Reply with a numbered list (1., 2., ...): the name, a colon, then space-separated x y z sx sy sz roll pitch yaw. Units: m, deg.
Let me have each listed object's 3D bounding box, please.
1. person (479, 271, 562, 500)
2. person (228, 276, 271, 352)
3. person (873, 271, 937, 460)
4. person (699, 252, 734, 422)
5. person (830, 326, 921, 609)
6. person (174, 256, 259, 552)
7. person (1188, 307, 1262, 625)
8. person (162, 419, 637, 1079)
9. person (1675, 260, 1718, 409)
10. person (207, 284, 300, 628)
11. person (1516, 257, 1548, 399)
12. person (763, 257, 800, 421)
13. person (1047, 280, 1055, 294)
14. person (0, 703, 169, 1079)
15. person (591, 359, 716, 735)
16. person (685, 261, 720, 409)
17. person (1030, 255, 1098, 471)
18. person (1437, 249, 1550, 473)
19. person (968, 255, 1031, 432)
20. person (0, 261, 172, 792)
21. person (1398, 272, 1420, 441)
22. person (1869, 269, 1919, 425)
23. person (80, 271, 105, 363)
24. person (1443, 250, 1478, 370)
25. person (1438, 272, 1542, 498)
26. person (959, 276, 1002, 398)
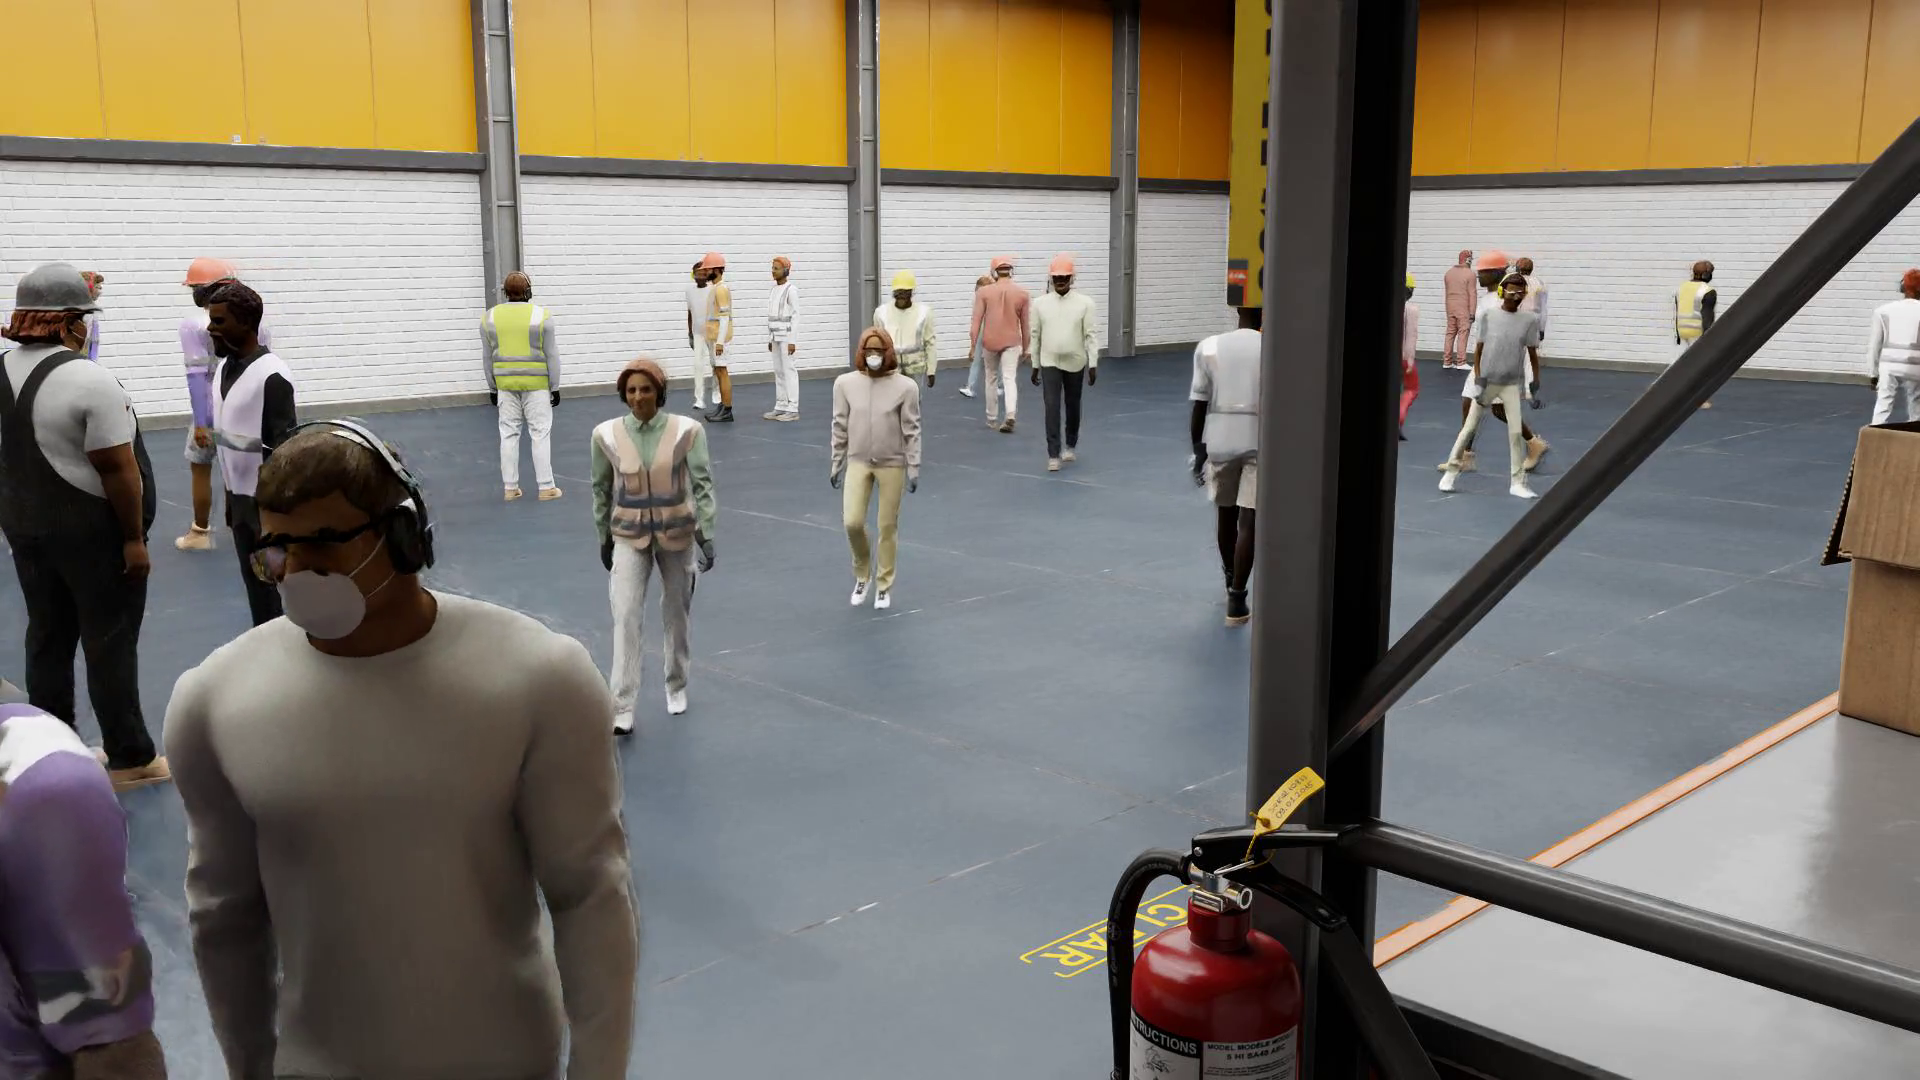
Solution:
1. person: -3.513 -1.232 13.402 0.626 1.846 0.429 1 10 4
2. person: -5.120 -0.940 11.794 0.516 1.854 0.651 -4 11 -23
3. person: -0.529 -1.595 15.506 0.626 1.788 0.890 0 10 2
4. person: -2.790 -2.316 19.061 0.363 1.934 0.552 -2 11 -13
5. person: -0.482 -0.400 9.453 0.531 1.615 0.387 1 10 4
6. person: -4.848 -0.874 11.037 1.038 2.005 0.616 5 11 25
7. person: 1.642 -0.532 9.377 0.603 1.911 0.971 5 11 24
8. person: -0.788 0.767 2.394 0.637 1.882 1.017 -2 11 -12
9. person: 8.987 -2.517 20.441 0.589 1.831 0.630 -3 11 -18
10. person: -3.139 -0.185 7.489 0.590 1.919 0.395 10 14 43
11. person: 7.335 -2.764 21.748 0.633 1.846 0.429 2 11 10
12. person: -2.055 -2.318 19.208 0.348 1.884 0.584 -7 12 -33
13. person: 1.514 -3.538 26.076 0.349 1.815 0.645 0 10 -2
14. person: -1.285 0.834 1.977 0.602 1.894 0.740 7 12 33
15. person: -1.316 0.036 7.153 0.533 1.601 0.830 -1 10 -6
16. person: -3.154 -2.567 20.777 0.533 1.823 0.981 1 10 5
17. person: 0.962 -1.654 15.409 0.623 1.958 0.973 1 10 6
18. person: 4.802 -1.585 14.856 0.919 2.019 0.608 -1 10 -8
19. person: 0.441 -2.155 18.206 0.691 1.946 0.901 0 10 -2
20. person: -3.382 -0.053 6.430 0.684 2.000 0.538 4 11 18
21. person: 4.526 -1.876 17.157 0.377 1.756 0.524 -8 13 -36
22. person: 8.518 -1.514 15.014 0.586 1.820 1.009 10 14 44
23. person: -8.416 -1.640 15.747 0.865 1.803 0.648 -10 14 -43
24. person: 7.990 -3.655 26.471 0.404 1.900 0.643 -6 12 -30
25. person: 4.379 -1.267 13.636 0.766 1.837 0.534 1 10 5
26. person: 0.309 -2.671 21.920 0.519 1.579 0.842 7 13 34
